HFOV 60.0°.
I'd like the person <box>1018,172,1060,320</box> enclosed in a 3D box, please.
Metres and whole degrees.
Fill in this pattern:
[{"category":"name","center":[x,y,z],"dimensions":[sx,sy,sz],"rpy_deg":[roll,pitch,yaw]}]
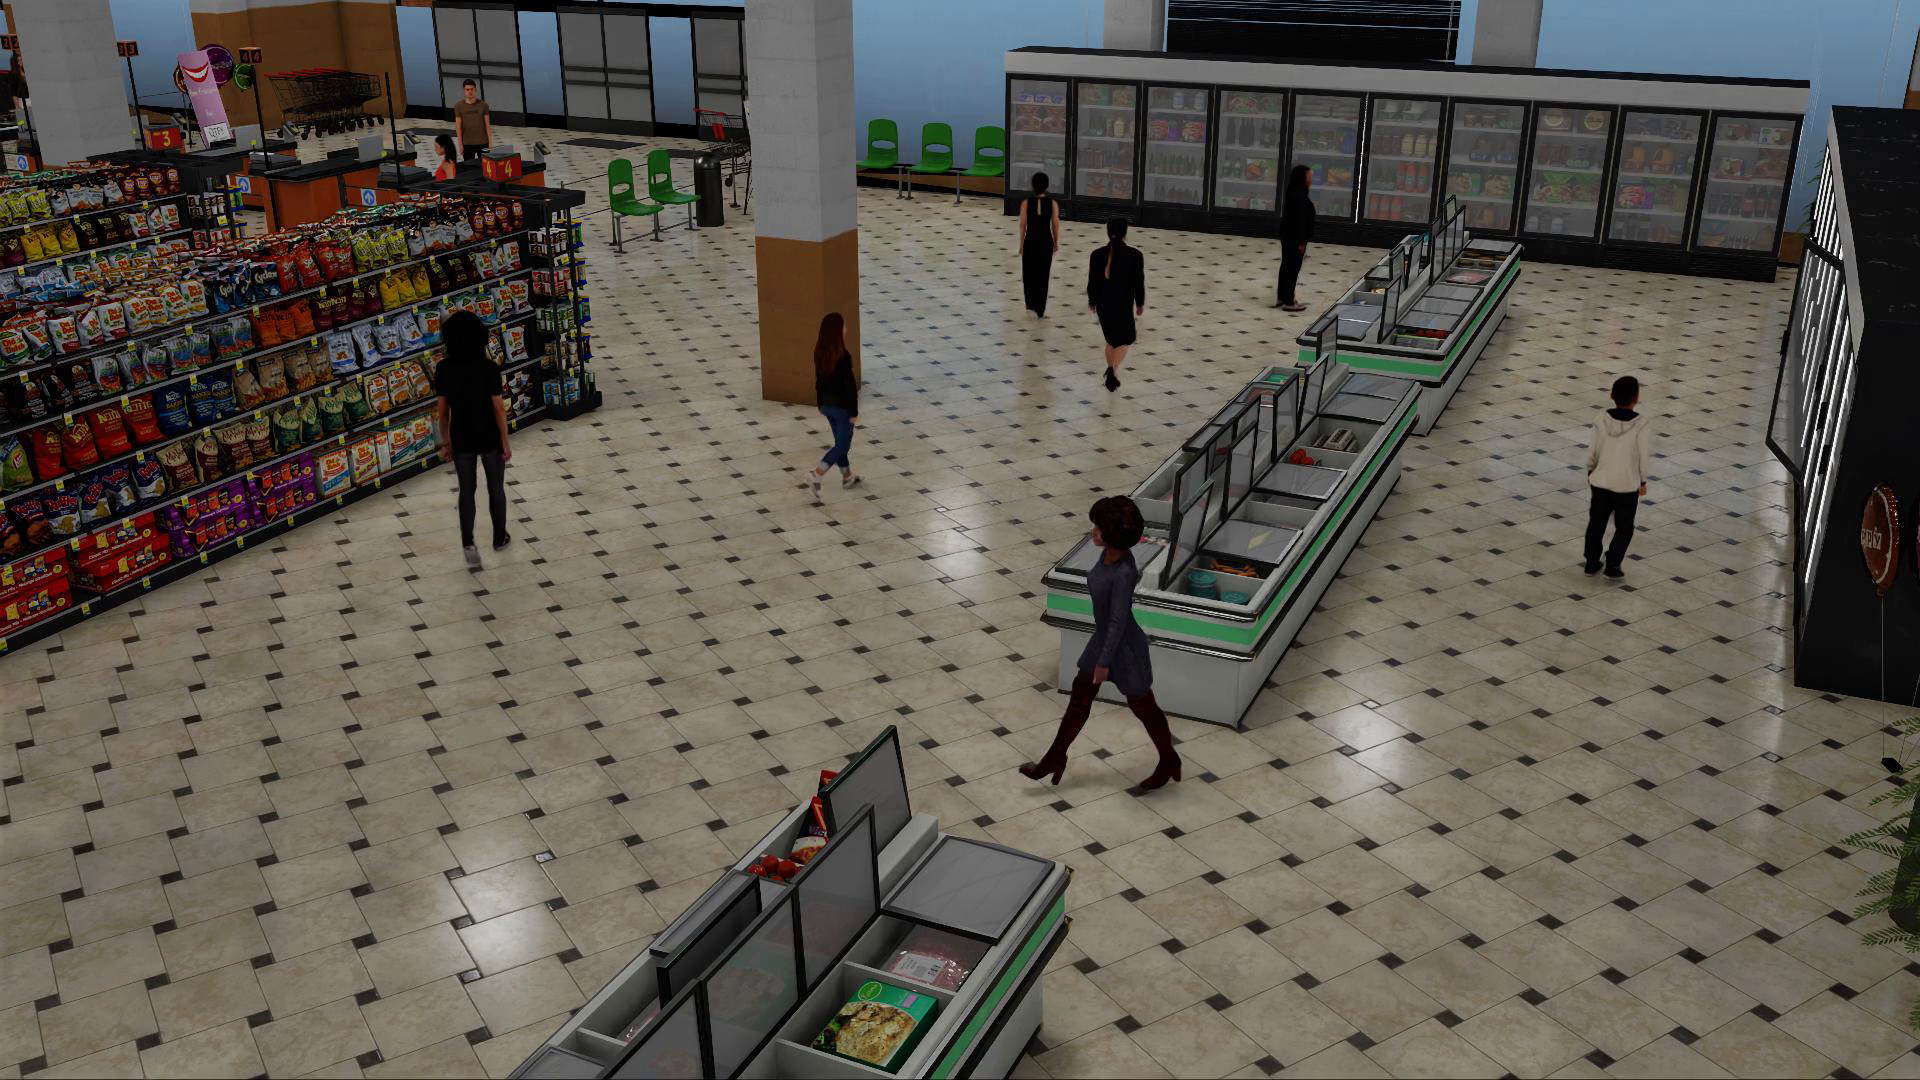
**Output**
[{"category":"person","center":[0.860,-3.204,18.273],"dimensions":[0.751,1.585,0.831],"rpy_deg":[0,22,0]}]

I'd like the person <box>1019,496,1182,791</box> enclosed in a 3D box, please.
[{"category":"person","center":[0.917,0.594,8.718],"dimensions":[1.057,1.663,1.105],"rpy_deg":[-4,22,-9]}]

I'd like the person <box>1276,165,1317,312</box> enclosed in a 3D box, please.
[{"category":"person","center":[3.763,-3.408,18.739],"dimensions":[0.825,1.615,0.733],"rpy_deg":[-2,22,-6]}]

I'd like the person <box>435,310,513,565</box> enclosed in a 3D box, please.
[{"category":"person","center":[-3.443,-0.699,11.734],"dimensions":[0.899,1.813,1.063],"rpy_deg":[-1,22,-2]}]

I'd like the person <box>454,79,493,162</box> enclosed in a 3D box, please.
[{"category":"person","center":[-7.122,-5.819,24.423],"dimensions":[0.731,1.852,0.806],"rpy_deg":[-9,24,-22]}]

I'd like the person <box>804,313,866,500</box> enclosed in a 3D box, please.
[{"category":"person","center":[-1.009,-1.043,13.054],"dimensions":[0.753,1.467,0.966],"rpy_deg":[19,29,40]}]

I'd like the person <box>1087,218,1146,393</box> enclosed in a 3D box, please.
[{"category":"person","center":[1.445,-2.146,15.543],"dimensions":[0.747,1.657,0.886],"rpy_deg":[7,23,17]}]

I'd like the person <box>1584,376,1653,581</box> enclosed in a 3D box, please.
[{"category":"person","center":[4.533,-0.410,11.497],"dimensions":[0.659,1.452,0.675],"rpy_deg":[-20,29,-40]}]

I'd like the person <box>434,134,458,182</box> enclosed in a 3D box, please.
[{"category":"person","center":[-6.188,-4.060,20.218],"dimensions":[0.723,1.723,0.665],"rpy_deg":[-8,23,-19]}]

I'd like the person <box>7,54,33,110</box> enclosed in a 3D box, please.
[{"category":"person","center":[-16.426,-7.666,29.219],"dimensions":[0.702,1.704,0.517],"rpy_deg":[5,23,13]}]
